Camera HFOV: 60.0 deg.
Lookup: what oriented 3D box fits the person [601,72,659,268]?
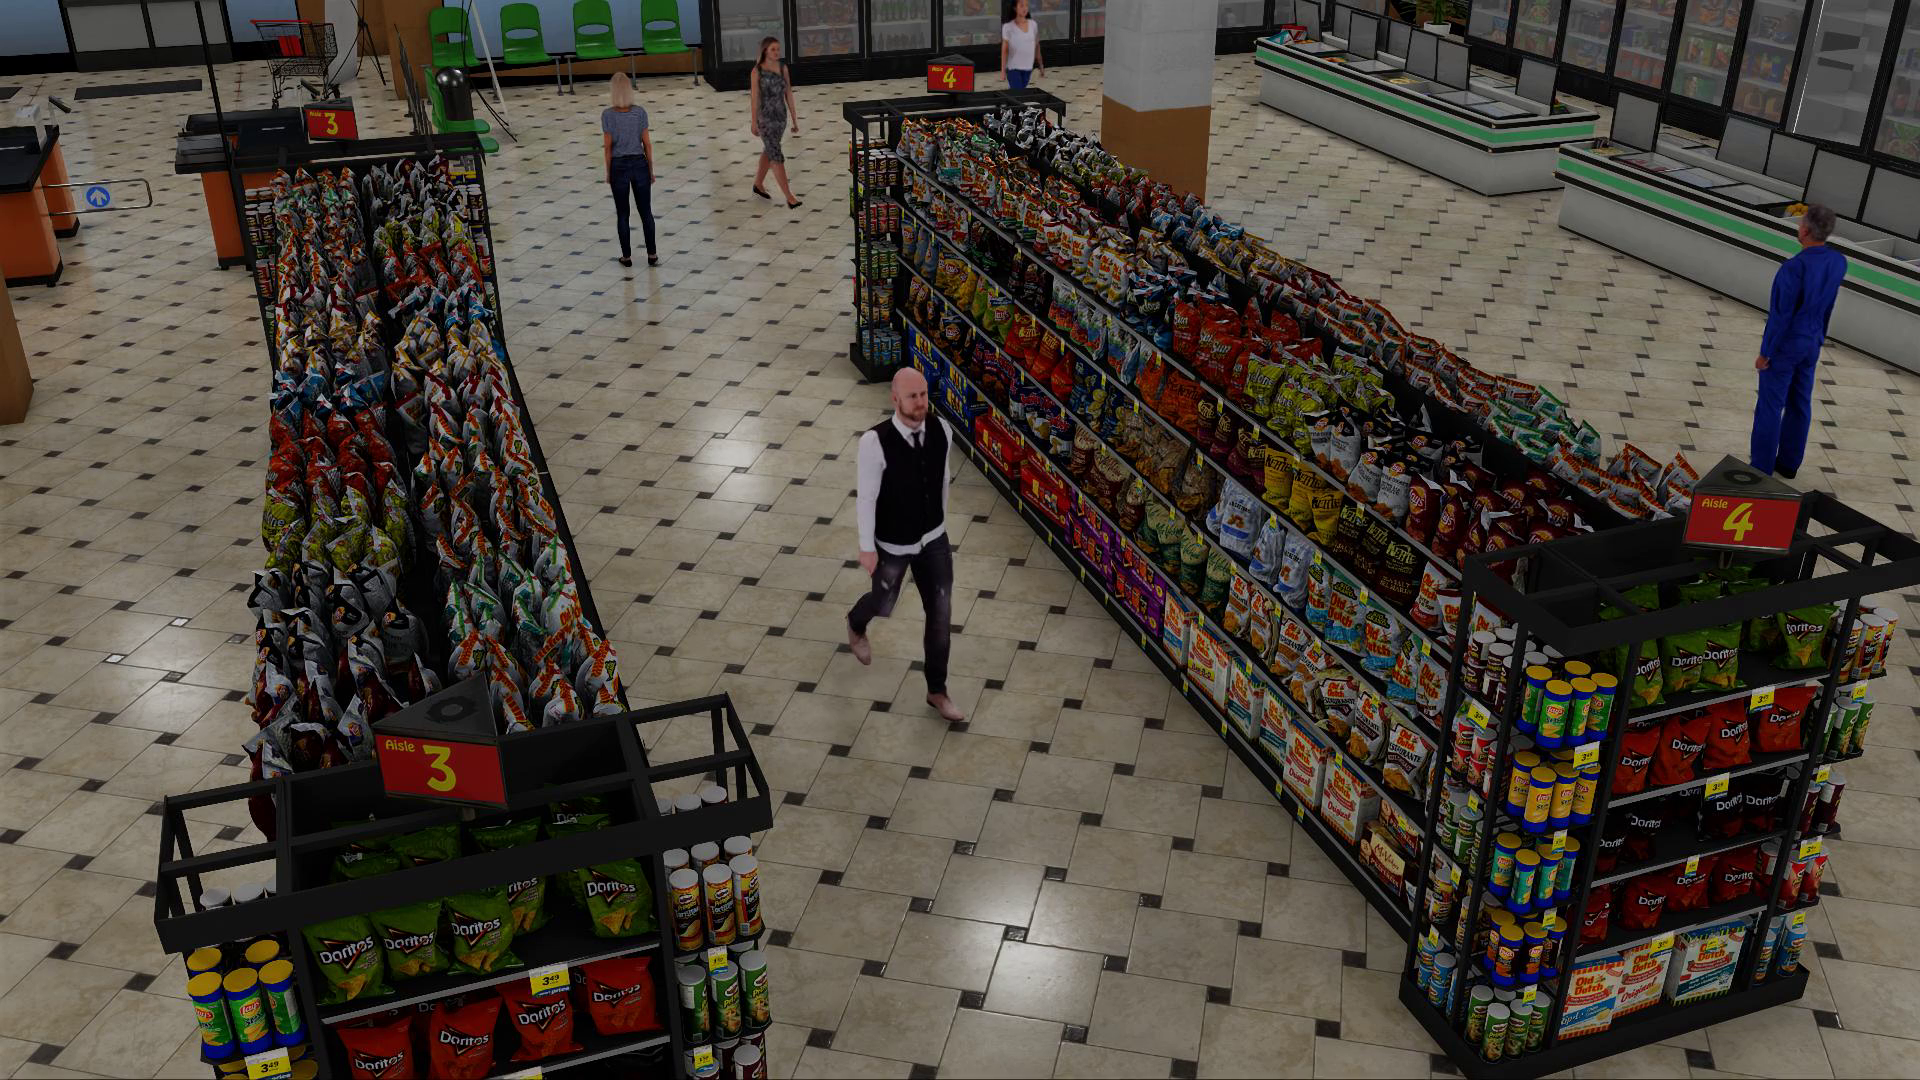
[{"bbox_3d":[-2.958,-3.308,14.873,0.594,1.722,0.512,-8,28,-15],"label":"person"}]

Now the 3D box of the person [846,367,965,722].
[{"bbox_3d":[-0.306,-0.017,8.302,0.897,1.795,1.258,-17,31,-29],"label":"person"}]

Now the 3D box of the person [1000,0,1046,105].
[{"bbox_3d":[0.621,-5.333,18.941,0.784,1.653,1.058,-18,32,-32],"label":"person"}]

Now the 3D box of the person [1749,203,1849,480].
[{"bbox_3d":[5.354,-1.243,10.684,0.734,1.827,0.572,-12,29,-23],"label":"person"}]

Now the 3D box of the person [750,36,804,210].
[{"bbox_3d":[-1.927,-4.158,16.625,0.832,1.654,1.248,-19,33,-33],"label":"person"}]
